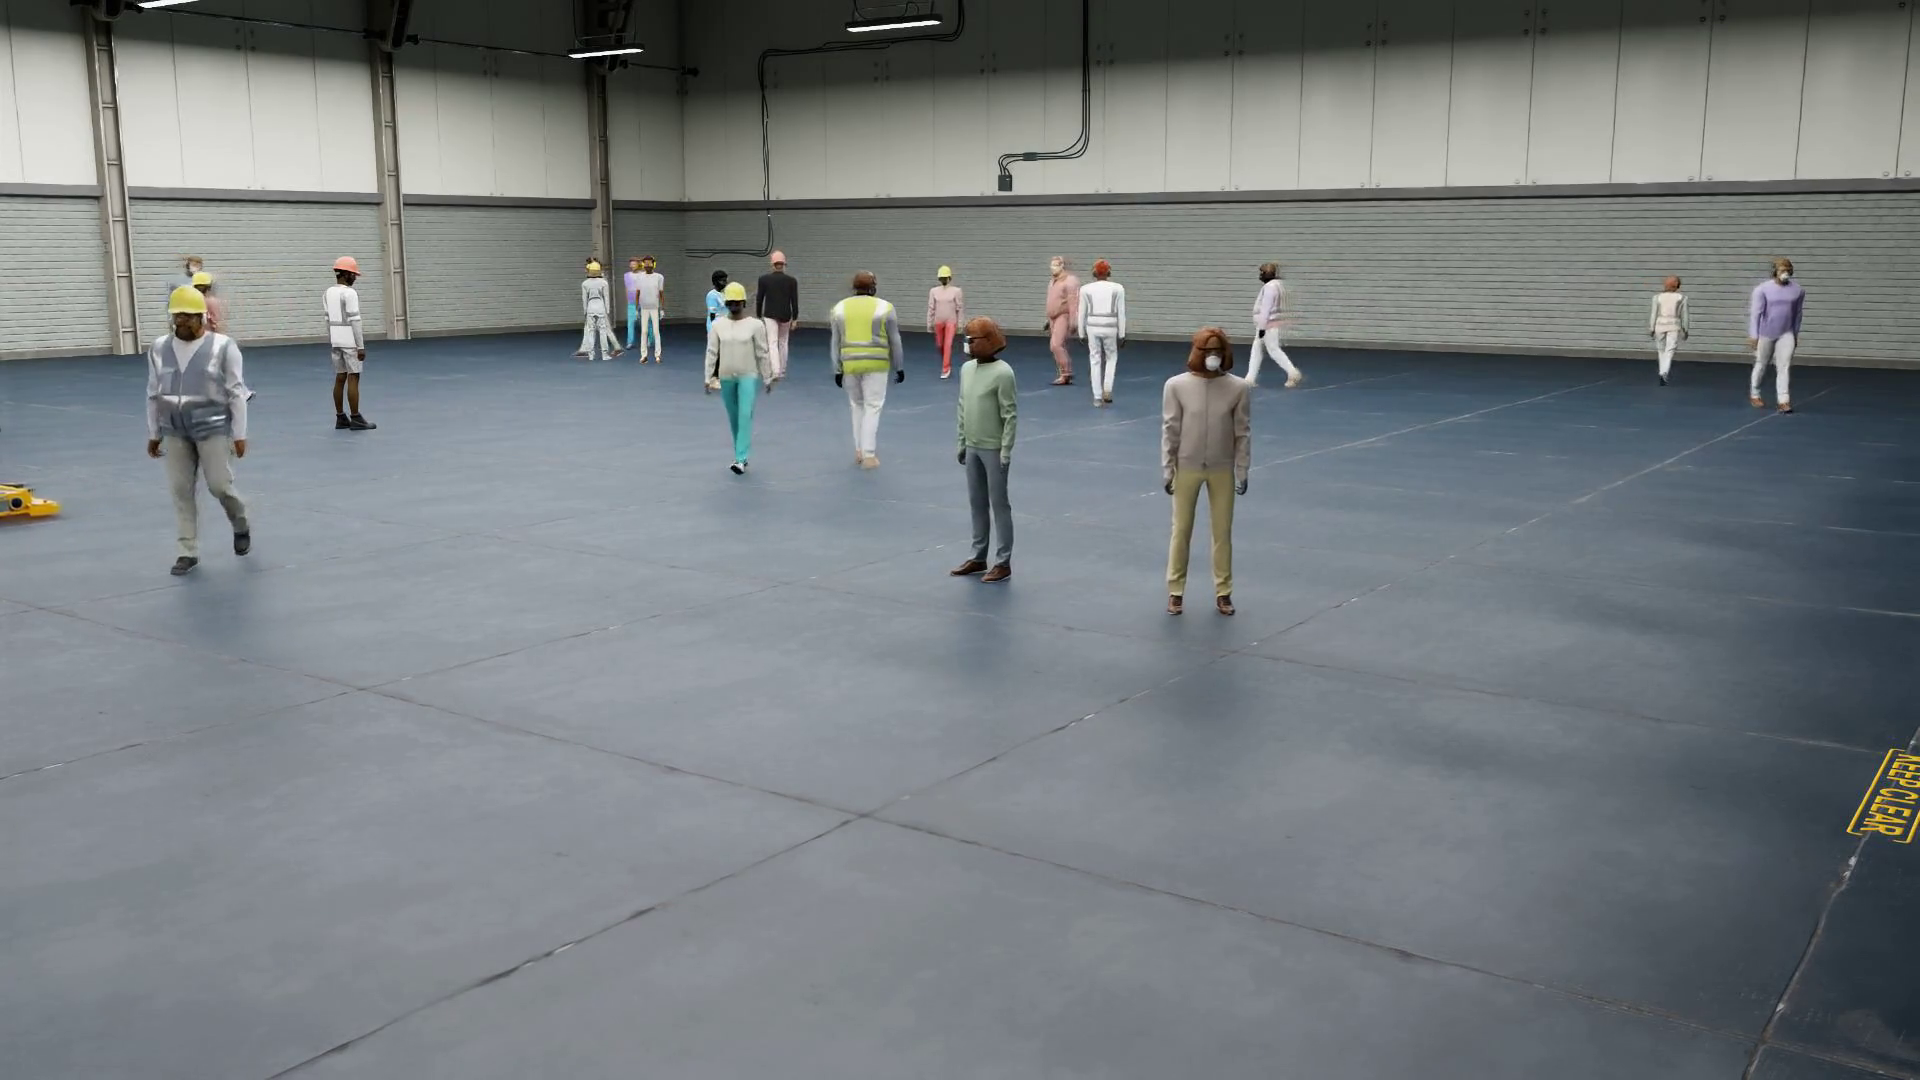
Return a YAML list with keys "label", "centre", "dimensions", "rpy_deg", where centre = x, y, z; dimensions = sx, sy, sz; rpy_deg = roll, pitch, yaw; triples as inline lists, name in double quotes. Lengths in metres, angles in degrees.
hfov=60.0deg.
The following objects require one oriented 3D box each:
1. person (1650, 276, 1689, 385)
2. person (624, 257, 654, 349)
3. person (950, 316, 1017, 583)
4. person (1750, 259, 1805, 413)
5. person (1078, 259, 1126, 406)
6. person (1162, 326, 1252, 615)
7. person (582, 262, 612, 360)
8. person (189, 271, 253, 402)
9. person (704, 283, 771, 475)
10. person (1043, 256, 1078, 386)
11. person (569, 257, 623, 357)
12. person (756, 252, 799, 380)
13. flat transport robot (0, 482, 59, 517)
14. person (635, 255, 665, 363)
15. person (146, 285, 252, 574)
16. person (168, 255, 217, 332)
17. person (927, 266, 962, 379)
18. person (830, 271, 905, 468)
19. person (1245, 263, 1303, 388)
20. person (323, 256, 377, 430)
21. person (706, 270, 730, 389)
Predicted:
- label: "person"
  centre: [10.415, -3.080, 24.470]
  dimensions: [0.527, 1.610, 0.797]
  rpy_deg: [8, 13, 37]
- label: "person"
  centre: [-6.353, -4.689, 32.908]
  dimensions: [0.578, 1.811, 0.935]
  rpy_deg: [3, 11, 16]
- label: "person"
  centre: [0.153, -0.556, 10.249]
  dimensions: [0.286, 1.631, 0.502]
  rpy_deg: [-7, 13, -36]
- label: "person"
  centre: [10.130, -2.544, 20.677]
  dimensions: [0.650, 1.890, 1.019]
  rpy_deg: [1, 10, 6]
- label: "person"
  centre: [1.816, -2.649, 21.302]
  dimensions: [0.615, 1.867, 0.528]
  rpy_deg: [1, 10, 6]
- label: "person"
  centre: [1.373, -0.377, 9.286]
  dimensions: [0.499, 1.626, 0.305]
  rpy_deg: [0, 10, 0]
- label: "person"
  centre: [-6.475, -4.076, 29.657]
  dimensions: [0.486, 1.742, 0.300]
  rpy_deg: [1, 10, 3]
- label: "person"
  centre: [-9.341, -2.499, 20.844]
  dimensions: [0.855, 1.734, 0.540]
  rpy_deg: [-8, 13, -37]
- label: "person"
  centre: [-2.028, -1.464, 15.086]
  dimensions: [0.564, 1.718, 0.910]
  rpy_deg: [1, 10, 8]
- label: "person"
  centre: [1.435, -3.191, 24.281]
  dimensions: [0.488, 1.886, 0.664]
  rpy_deg: [-4, 11, -22]
- label: "person"
  centre: [-6.632, -4.242, 30.385]
  dimensions: [0.963, 1.831, 0.539]
  rpy_deg: [-5, 11, -24]
- label: "person"
  centre: [-2.786, -3.413, 25.413]
  dimensions: [0.624, 1.950, 1.047]
  rpy_deg: [-2, 10, -11]
- label: "flat transport robot"
  centre: [-7.544, -0.236, 12.269]
  dimensions: [0.652, 0.197, 1.431]
  rpy_deg: [7, 12, 36]
- label: "person"
  centre: [-5.392, -4.006, 28.896]
  dimensions: [0.513, 1.876, 0.328]
  rpy_deg: [0, 10, -2]
- label: "person"
  centre: [-4.865, -0.714, 10.605]
  dimensions: [0.613, 1.818, 0.625]
  rpy_deg: [0, 10, 0]
- label: "person"
  centre: [-11.196, -3.190, 24.262]
  dimensions: [0.735, 1.907, 0.340]
  rpy_deg: [-3, 11, -16]
- label: "person"
  centre: [-0.221, -3.381, 25.782]
  dimensions: [0.531, 1.736, 0.778]
  rpy_deg: [2, 10, 13]
- label: "person"
  centre: [-0.841, -1.605, 15.628]
  dimensions: [0.641, 1.816, 0.792]
  rpy_deg: [3, 11, 17]
- label: "person"
  centre: [4.489, -3.087, 23.948]
  dimensions: [0.924, 1.809, 0.629]
  rpy_deg: [2, 10, 12]
- label: "person"
  centre: [-6.825, -2.188, 18.564]
  dimensions: [0.543, 1.928, 0.374]
  rpy_deg: [7, 12, 34]
- label: "person"
  centre: [-3.452, -3.003, 23.784]
  dimensions: [0.319, 1.692, 0.533]
  rpy_deg: [2, 10, 10]
